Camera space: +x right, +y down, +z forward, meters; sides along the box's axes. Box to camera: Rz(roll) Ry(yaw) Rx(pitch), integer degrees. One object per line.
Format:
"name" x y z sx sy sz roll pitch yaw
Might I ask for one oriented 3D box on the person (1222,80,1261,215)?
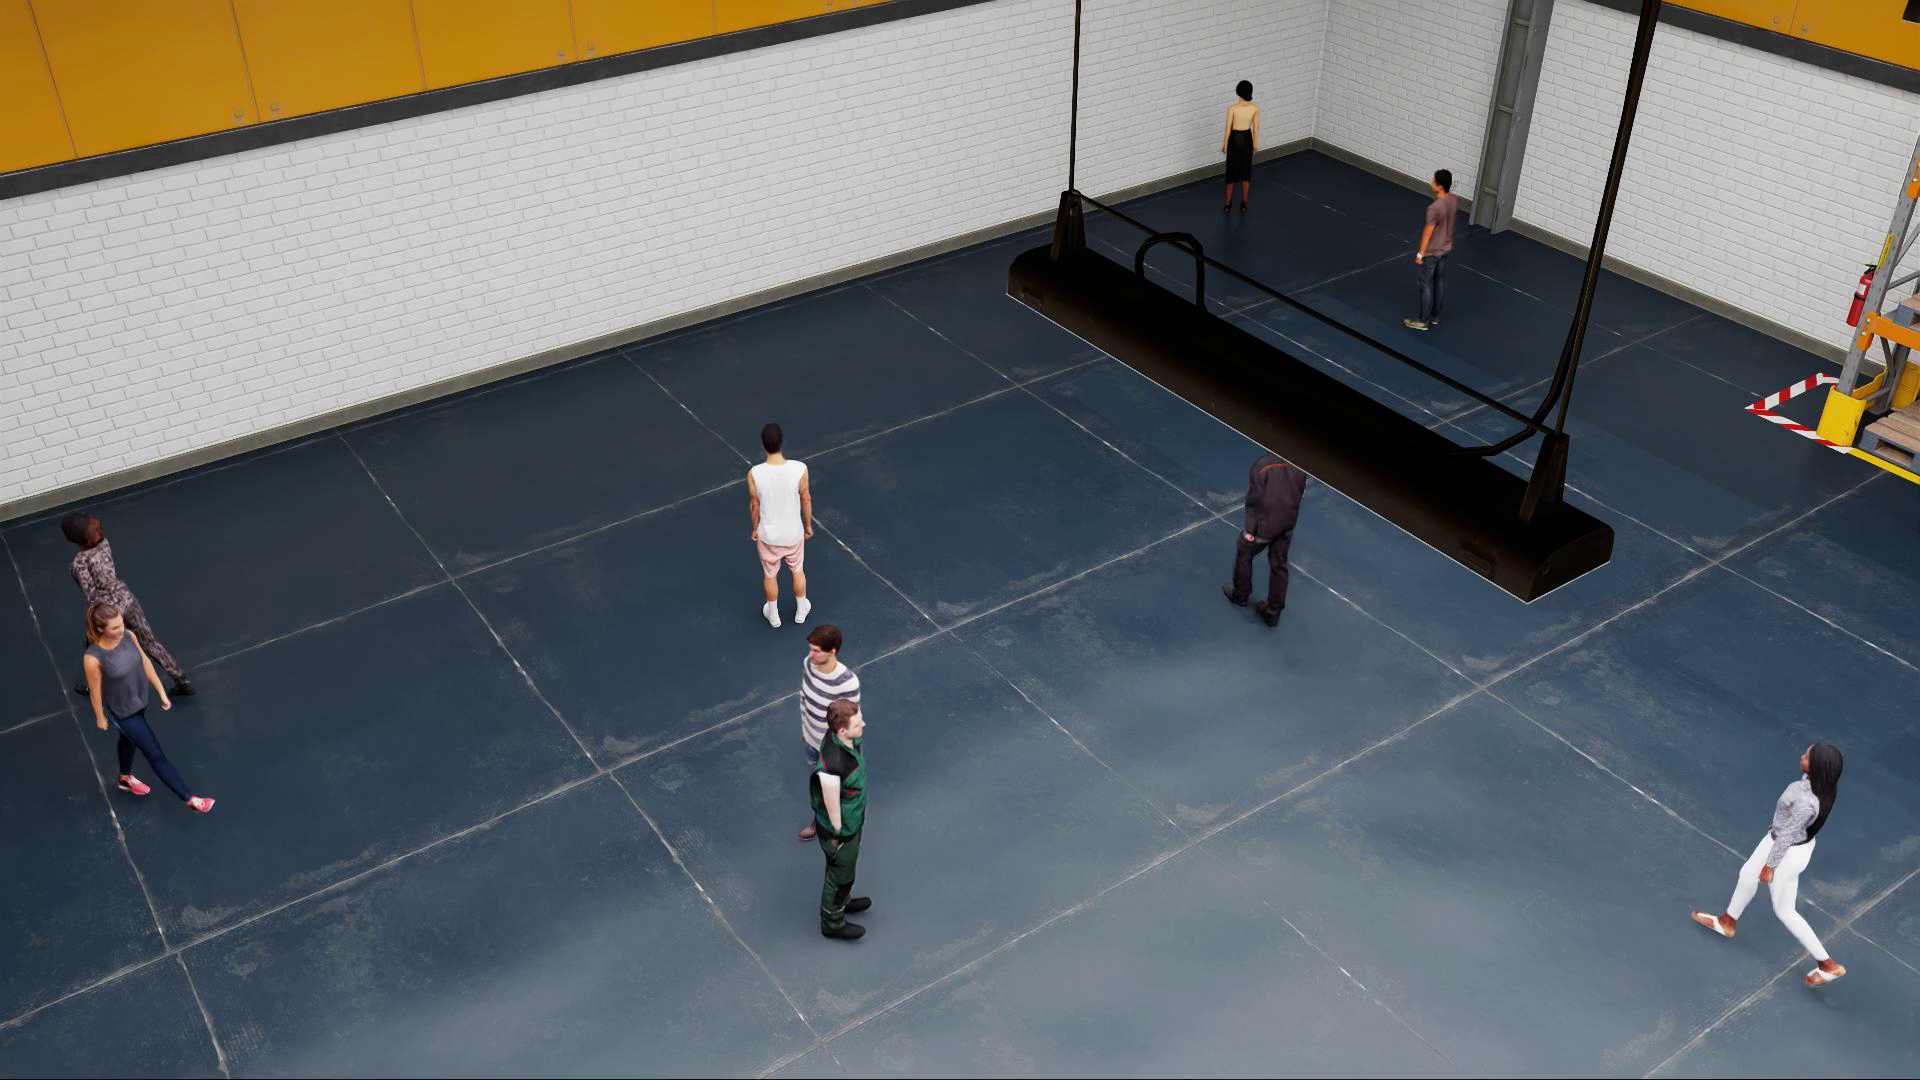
"person" 3.415 -4.795 20.313 0.670 1.655 0.697 -2 34 -3

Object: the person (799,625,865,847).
"person" -0.844 1.306 10.952 0.534 1.854 0.749 28 43 35

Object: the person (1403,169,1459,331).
"person" 5.078 -3.093 17.638 0.700 1.781 0.569 -22 39 -29

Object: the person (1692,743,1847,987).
"person" 5.111 1.967 10.104 1.206 1.693 0.792 26 41 33

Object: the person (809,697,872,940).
"person" -0.743 1.725 10.340 0.781 1.836 0.703 2 34 4

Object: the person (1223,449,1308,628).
"person" 2.501 -0.096 13.095 0.839 1.818 0.922 -12 35 -17

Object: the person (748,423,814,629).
"person" -1.423 -0.099 13.128 0.723 1.787 0.704 -6 34 -9

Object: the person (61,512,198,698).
"person" -6.163 0.538 12.280 1.170 1.666 1.100 6 34 9

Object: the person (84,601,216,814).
"person" -5.750 1.130 11.377 1.189 1.678 1.025 11 35 16
